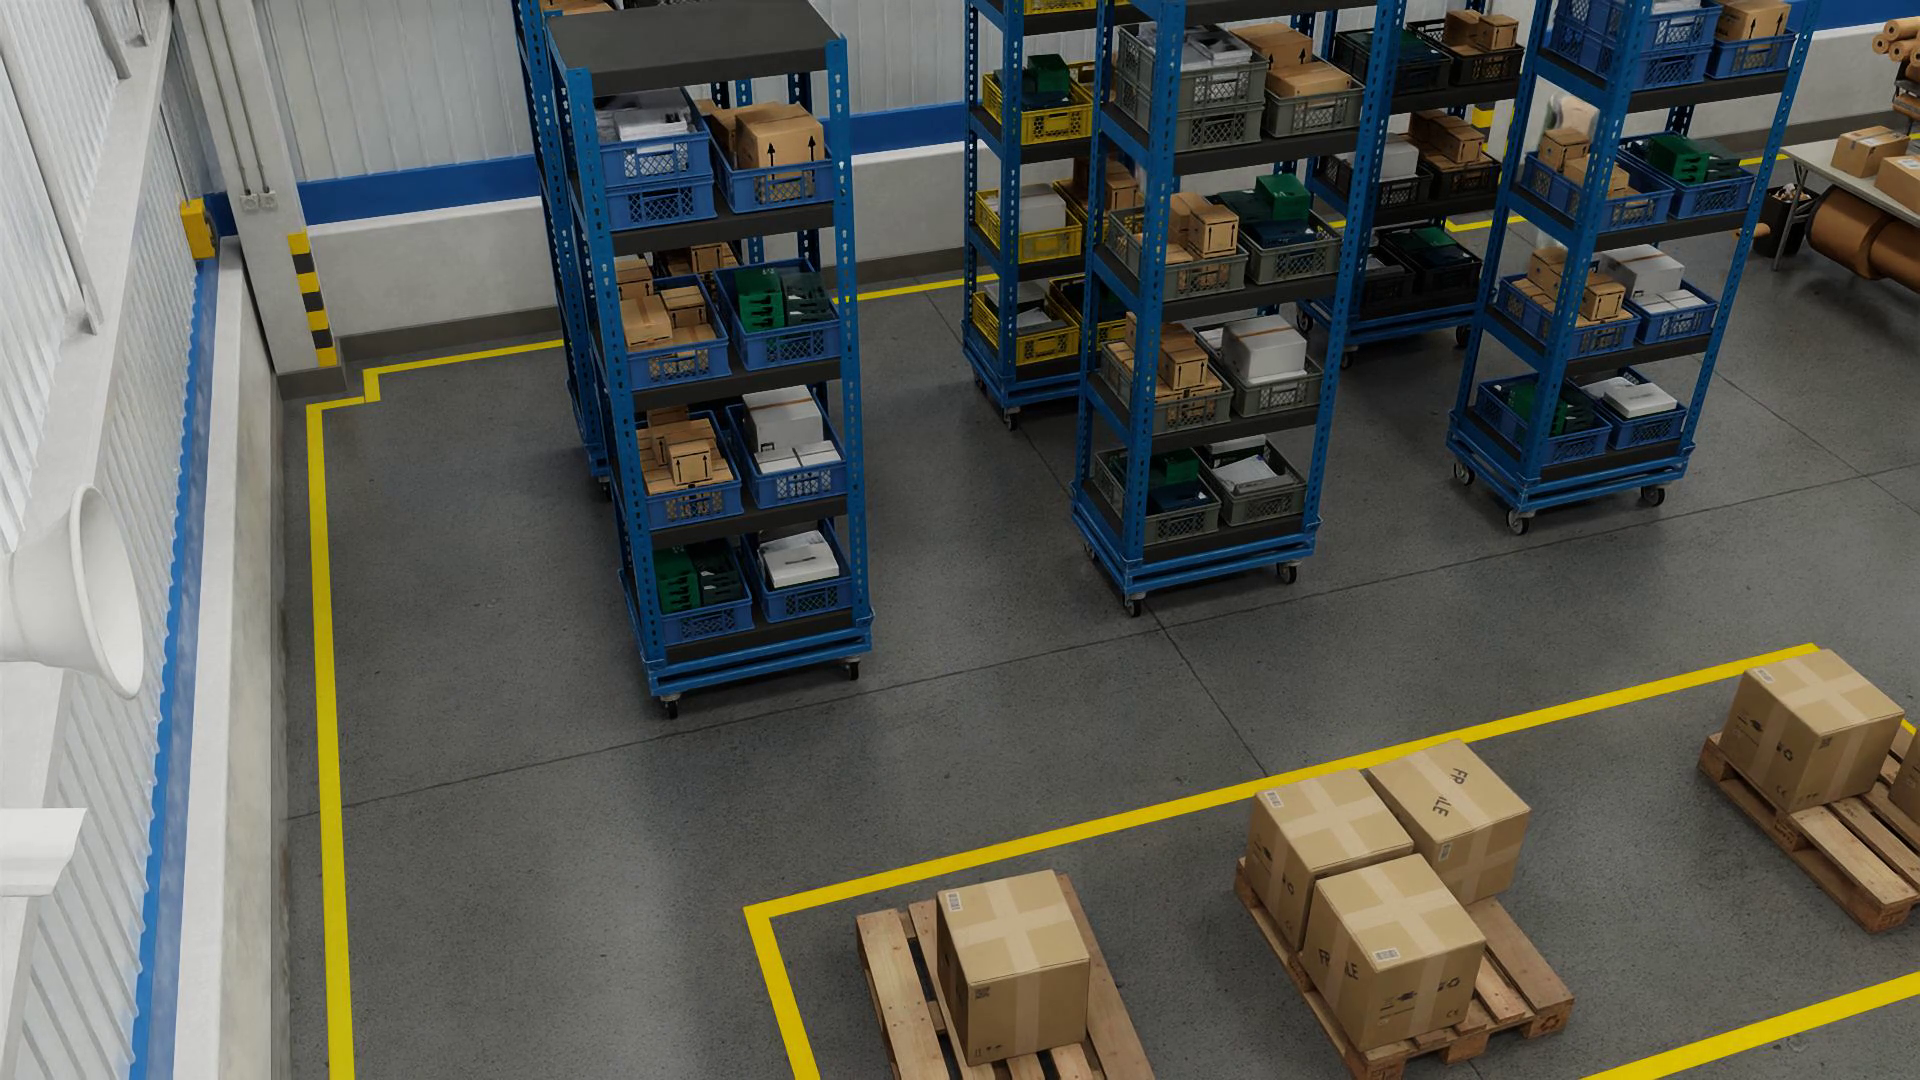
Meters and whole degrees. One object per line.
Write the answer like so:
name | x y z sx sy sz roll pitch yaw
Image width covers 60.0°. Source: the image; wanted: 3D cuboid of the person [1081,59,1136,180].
person | 1.065 -2.606 12.266 0.517 1.966 0.675 -15 38 -20

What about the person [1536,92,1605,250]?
person | 4.777 -2.959 13.057 0.516 1.621 0.372 14 38 19
